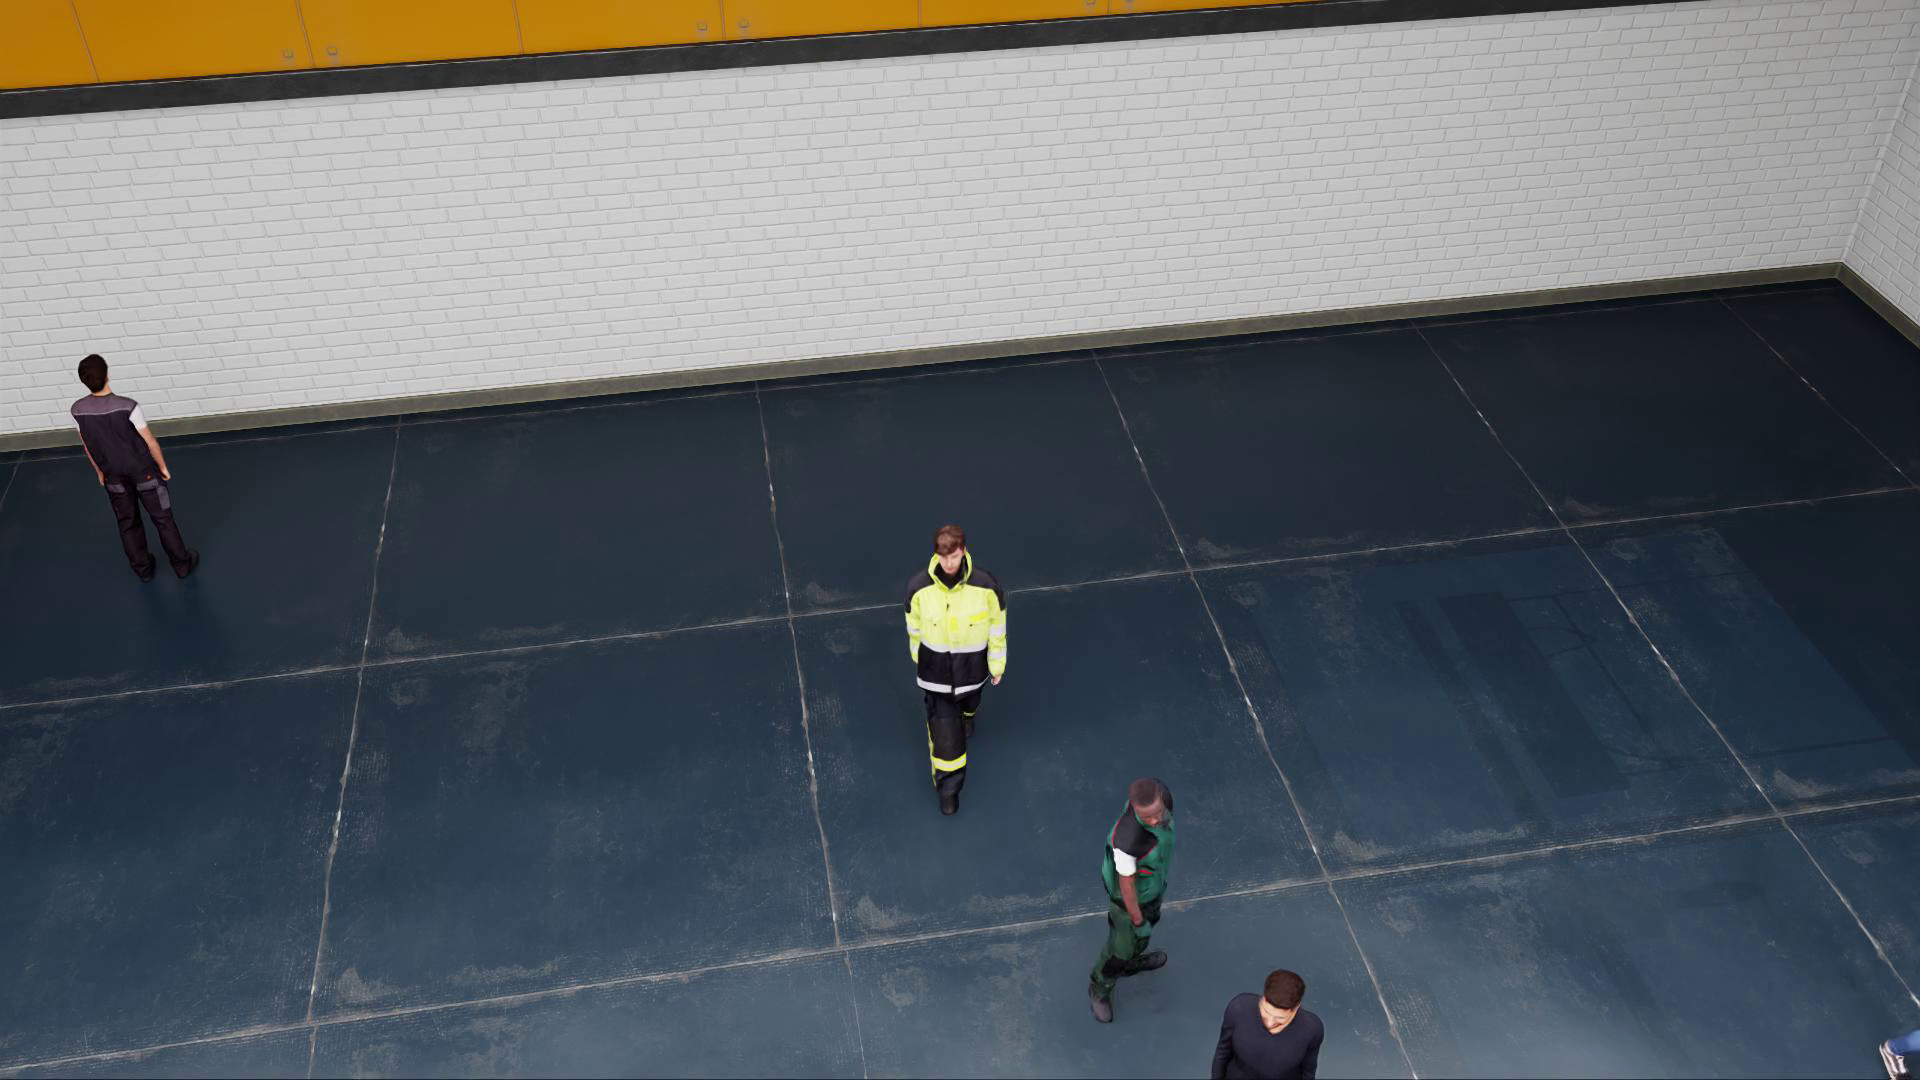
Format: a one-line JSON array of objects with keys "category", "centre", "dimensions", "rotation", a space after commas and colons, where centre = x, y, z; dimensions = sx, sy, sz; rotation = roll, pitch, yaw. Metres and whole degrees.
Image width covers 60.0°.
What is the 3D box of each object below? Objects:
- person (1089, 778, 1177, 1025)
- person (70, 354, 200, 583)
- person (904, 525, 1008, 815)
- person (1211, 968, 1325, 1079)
[{"category": "person", "centre": [0.958, 1.831, 8.988], "dimensions": [0.934, 1.818, 0.817], "rotation": [8, 39, 9]}, {"category": "person", "centre": [-5.934, -0.495, 11.877], "dimensions": [0.639, 1.847, 0.567], "rotation": [-5, 39, -6]}, {"category": "person", "centre": [-0.007, 0.654, 10.363], "dimensions": [0.814, 1.940, 1.243], "rotation": [-3, 39, -4]}, {"category": "person", "centre": [1.423, 2.634, 7.941], "dimensions": [0.716, 1.869, 0.704], "rotation": [10, 40, 13]}]
